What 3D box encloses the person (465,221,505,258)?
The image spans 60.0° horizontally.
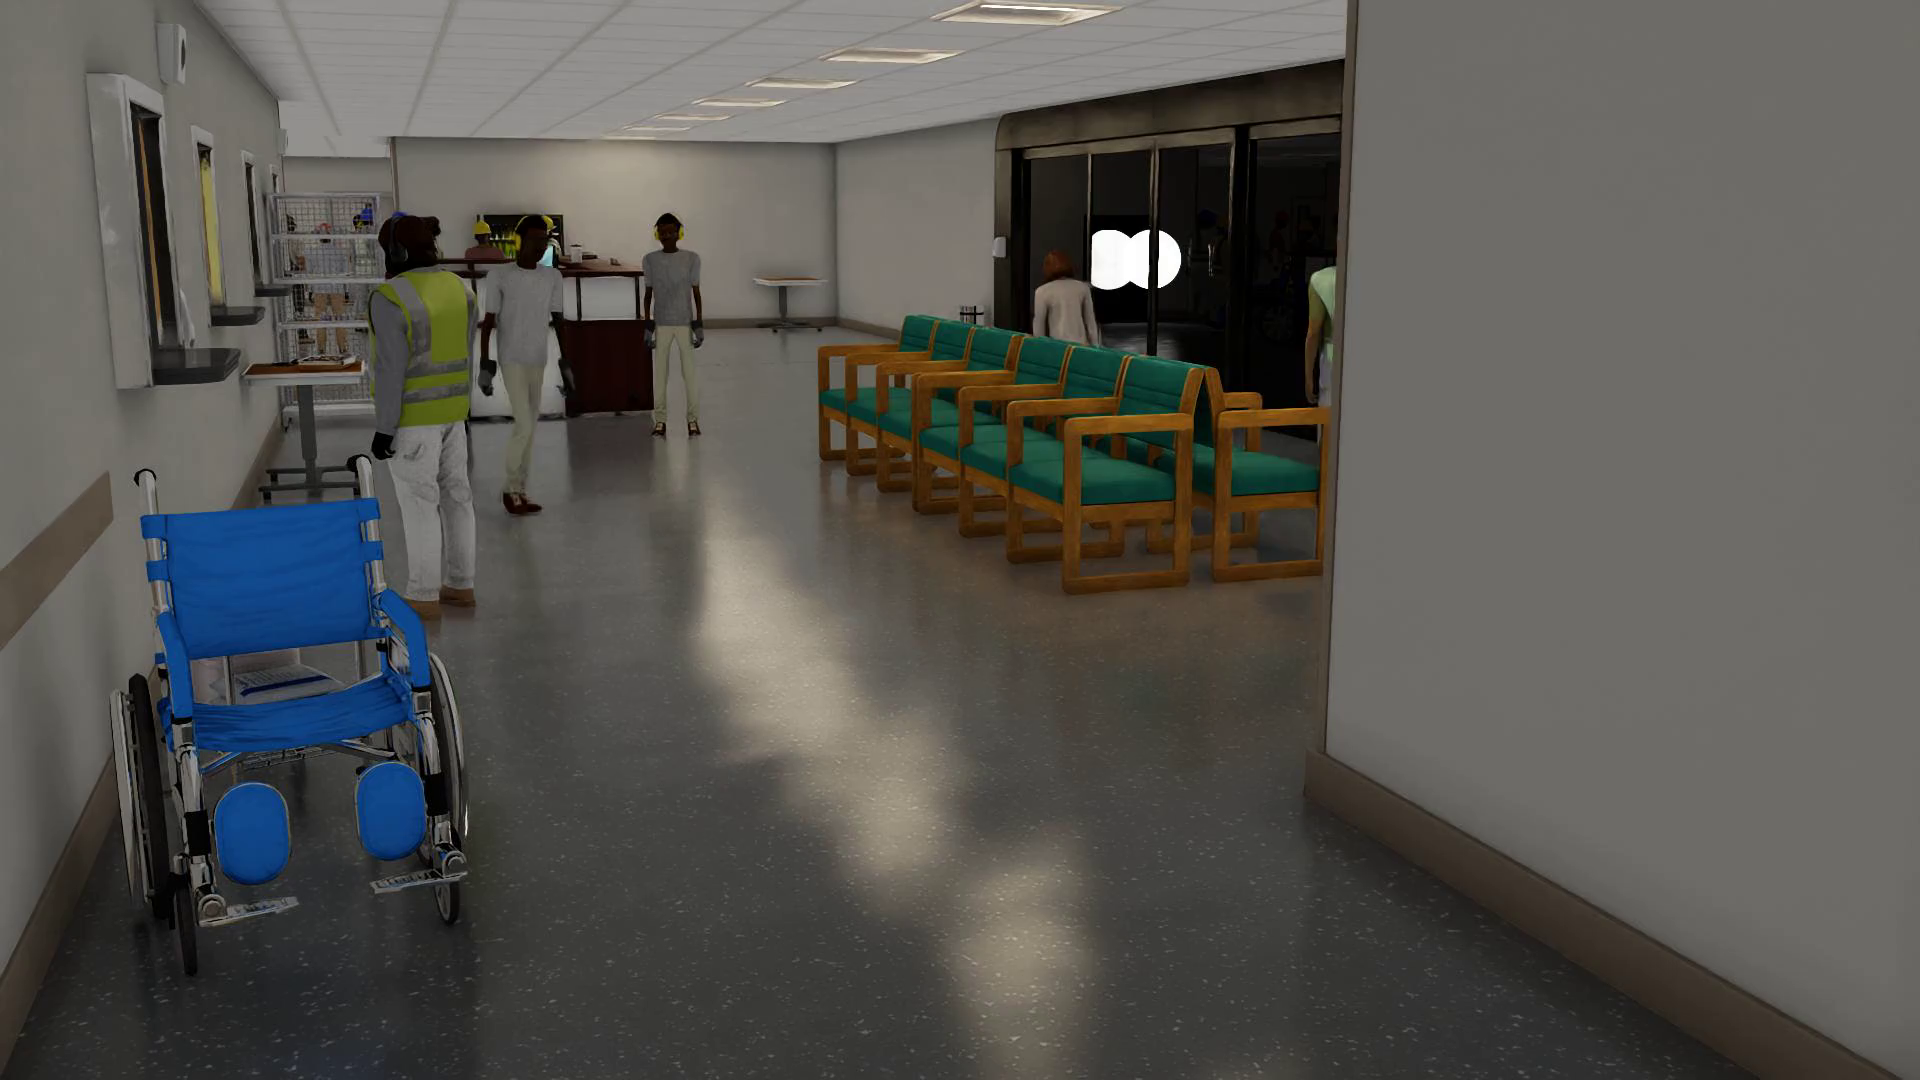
[{"bbox_3d":[-6.032,-3.152,21.133,0.522,1.768,0.311,0,11,-1],"label":"person"}]

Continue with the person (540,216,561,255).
[{"bbox_3d":[-5.453,-3.352,21.980,0.404,1.832,0.596,-5,12,-23],"label":"person"}]

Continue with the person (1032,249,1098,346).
[{"bbox_3d":[0.864,-1.562,13.487,0.503,1.560,0.928,-6,13,-28],"label":"person"}]

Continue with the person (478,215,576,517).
[{"bbox_3d":[-2.669,-1.061,10.213,0.553,1.838,0.519,10,15,42],"label":"person"}]

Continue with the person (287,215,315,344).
[{"bbox_3d":[-9.615,-3.739,23.927,0.507,1.846,0.345,2,11,10],"label":"person"}]

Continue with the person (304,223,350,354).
[{"bbox_3d":[-8.444,-3.355,22.235,0.557,1.744,0.358,-5,12,-23],"label":"person"}]

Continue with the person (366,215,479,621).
[{"bbox_3d":[-2.465,-0.551,7.600,0.429,1.839,0.623,4,12,20],"label":"person"}]

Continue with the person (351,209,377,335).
[{"bbox_3d":[-9.136,-4.148,25.763,0.605,1.949,0.402,7,13,31],"label":"person"}]

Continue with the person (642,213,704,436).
[{"bbox_3d":[-2.395,-1.788,13.912,0.503,1.859,0.329,0,11,-3],"label":"person"}]
